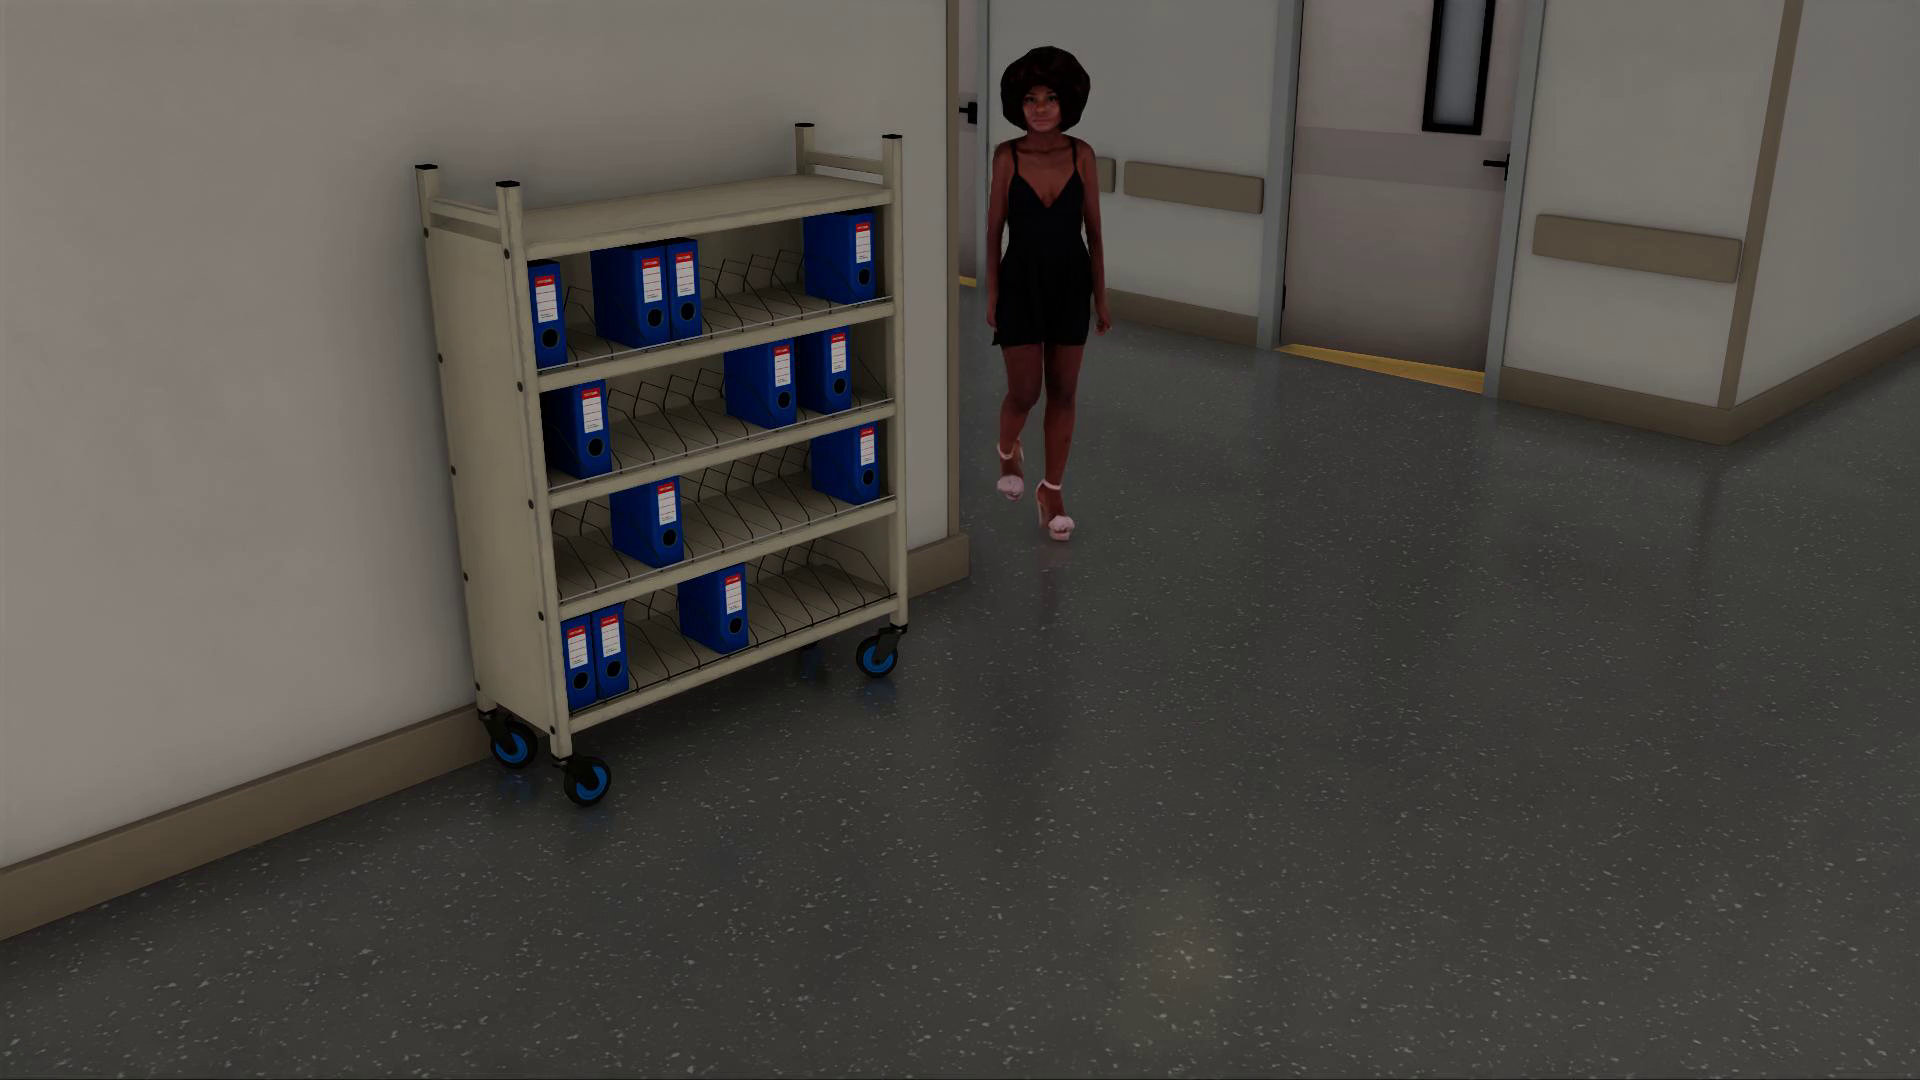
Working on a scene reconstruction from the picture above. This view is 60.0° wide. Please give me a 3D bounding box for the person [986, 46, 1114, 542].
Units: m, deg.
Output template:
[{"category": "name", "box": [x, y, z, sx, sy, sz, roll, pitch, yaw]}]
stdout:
[{"category": "person", "box": [0.280, -0.875, 6.053, 0.773, 1.777, 0.814, -5, 21, -13]}]
